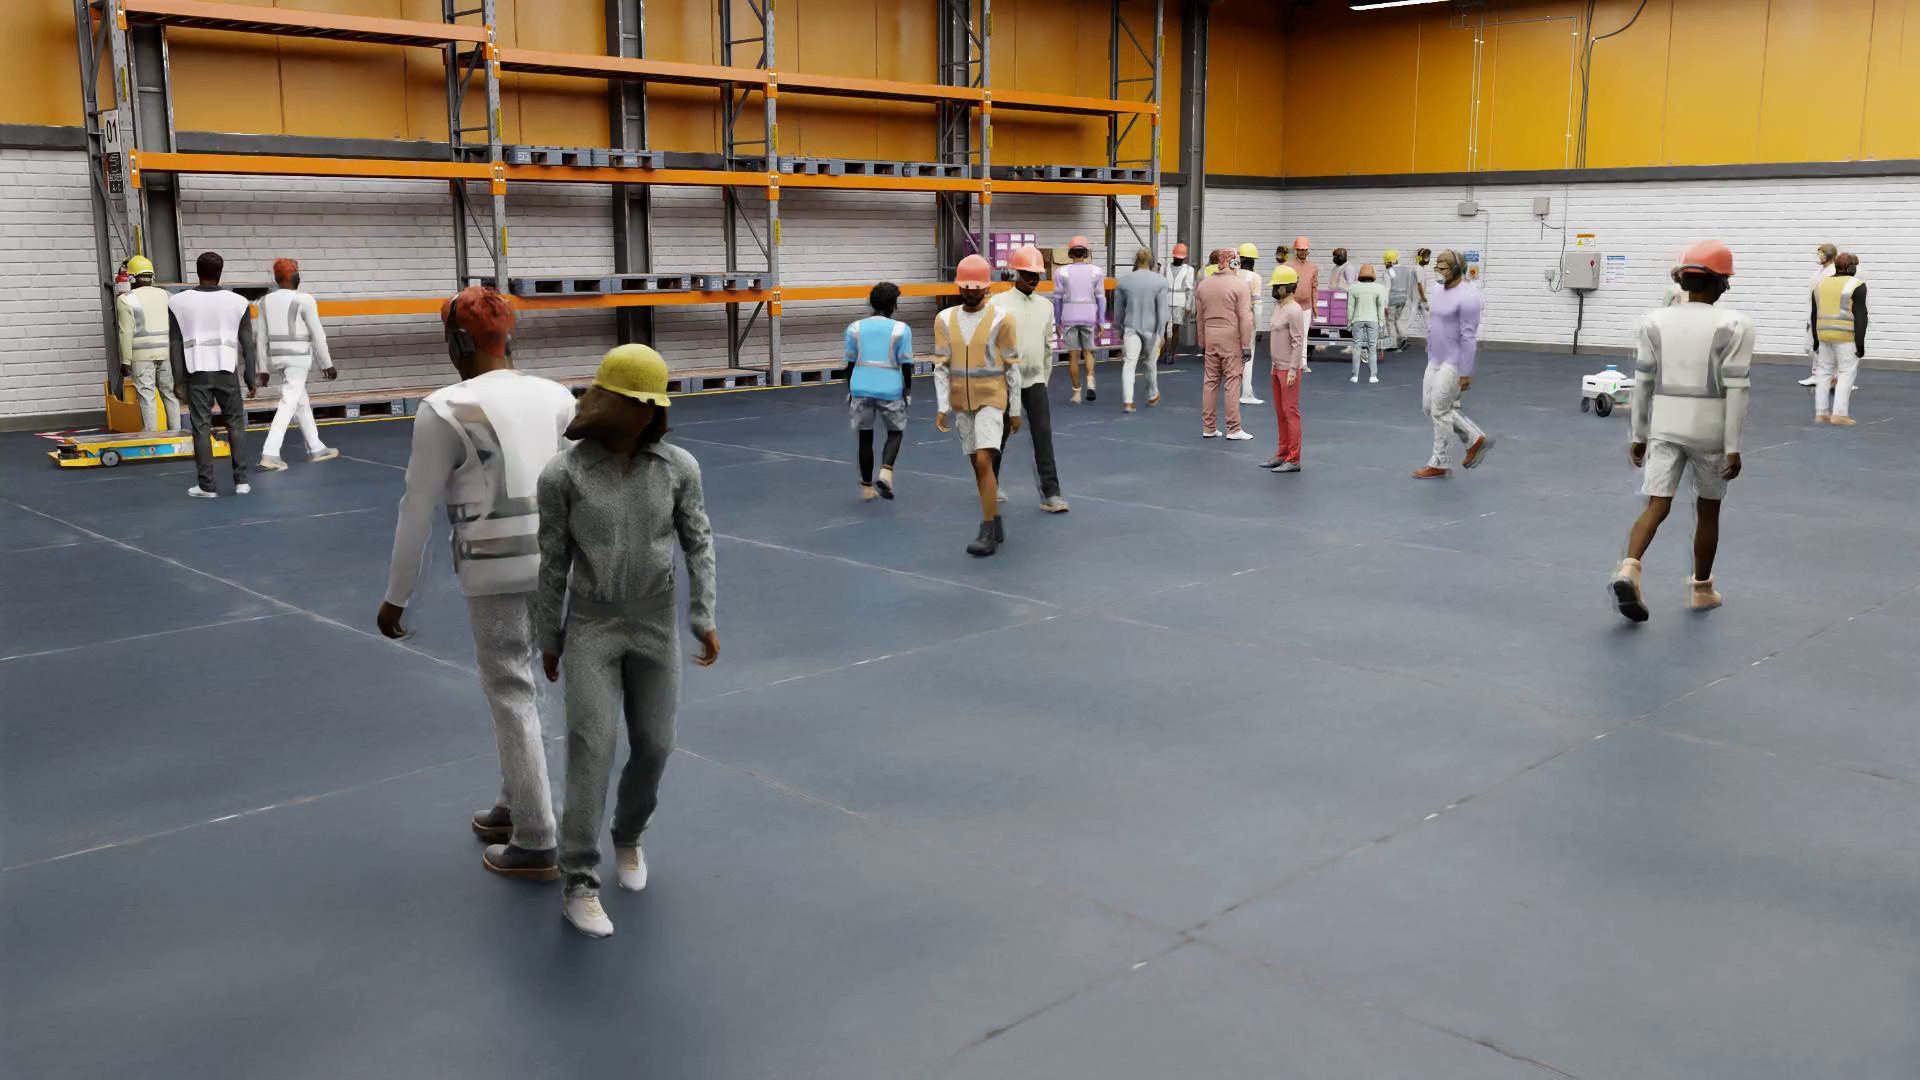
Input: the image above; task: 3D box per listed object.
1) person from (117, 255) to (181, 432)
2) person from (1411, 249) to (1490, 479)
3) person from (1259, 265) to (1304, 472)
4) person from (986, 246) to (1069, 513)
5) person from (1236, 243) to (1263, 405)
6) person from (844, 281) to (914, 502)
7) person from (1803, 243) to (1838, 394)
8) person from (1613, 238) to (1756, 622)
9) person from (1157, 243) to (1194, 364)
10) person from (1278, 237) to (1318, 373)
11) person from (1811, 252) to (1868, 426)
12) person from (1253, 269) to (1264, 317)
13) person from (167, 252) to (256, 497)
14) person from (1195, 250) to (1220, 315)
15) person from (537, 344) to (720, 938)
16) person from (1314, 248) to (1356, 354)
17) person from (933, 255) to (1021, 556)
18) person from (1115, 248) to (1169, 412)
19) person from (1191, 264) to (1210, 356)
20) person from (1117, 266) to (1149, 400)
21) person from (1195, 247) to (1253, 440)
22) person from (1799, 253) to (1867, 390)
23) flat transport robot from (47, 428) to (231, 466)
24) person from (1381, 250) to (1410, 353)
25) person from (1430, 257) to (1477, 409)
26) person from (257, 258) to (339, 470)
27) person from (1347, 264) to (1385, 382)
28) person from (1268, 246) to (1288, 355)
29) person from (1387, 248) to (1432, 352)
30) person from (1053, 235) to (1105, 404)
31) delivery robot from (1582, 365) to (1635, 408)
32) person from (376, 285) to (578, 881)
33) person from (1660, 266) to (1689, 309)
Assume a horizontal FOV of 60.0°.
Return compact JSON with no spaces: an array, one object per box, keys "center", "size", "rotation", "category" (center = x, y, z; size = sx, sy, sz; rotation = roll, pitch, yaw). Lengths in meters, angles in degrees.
[{"center":[-7.549,-1.717,15.474],"size":[0.404,1.834,0.591],"rotation":[6,12,30],"category":"person"},{"center":[4.117,-1.444,13.762],"size":[0.616,1.915,0.661],"rotation":[-2,11,-11],"category":"person"},{"center":[2.768,-1.462,14.271],"size":[0.324,1.765,0.534],"rotation":[-1,10,-7],"category":"person"},{"center":[0.444,-1.196,12.356],"size":[0.622,1.948,0.991],"rotation":[-5,12,-25],"category":"person"},{"center":[3.417,-2.591,19.990],"size":[0.386,1.922,0.593],"rotation":[-8,13,-38],"category":"person"},{"center":[-0.617,-1.102,12.512],"size":[0.546,1.676,0.409],"rotation":[2,11,9],"category":"person"},{"center":[10.980,-2.796,21.104],"size":[0.460,1.925,0.629],"rotation":[6,12,30],"category":"person"},{"center":[3.795,-0.566,8.744],"size":[0.938,2.018,0.613],"rotation":[-10,14,-43],"category":"person"},{"center":[3.332,-3.689,26.060],"size":[0.634,1.891,0.506],"rotation":[3,11,16],"category":"person"},{"center":[4.990,-3.455,24.506],"size":[0.609,1.996,0.383],"rotation":[-2,11,-10],"category":"person"},{"center":[9.422,-2.150,17.817],"size":[0.429,1.842,0.640],"rotation":[-4,11,-22],"category":"person"},{"center":[4.711,-3.756,27.229],"size":[0.497,1.592,0.857],"rotation":[7,13,34],"category":"person"},{"center":[-5.800,-1.281,12.945],"size":[0.605,1.892,0.460],"rotation":[-5,12,-26],"category":"person"},{"center":[4.052,-3.710,26.482],"size":[0.611,1.792,0.980],"rotation":[3,11,16],"category":"person"},{"center":[-1.002,0.268,4.975],"size":[0.506,1.715,0.560],"rotation":[-6,12,-28],"category":"person"},{"center":[6.388,-4.063,28.350],"size":[0.952,1.792,0.655],"rotation":[-2,11,-9],"category":"person"},{"center":[0.069,-0.857,10.601],"size":[0.542,1.891,0.806],"rotation":[5,12,26],"category":"person"},{"center":[2.107,-2.435,19.286],"size":[0.654,1.875,1.091],"rotation":[3,11,18],"category":"person"},{"center":[4.101,-3.780,27.445],"size":[0.557,1.568,0.919],"rotation":[3,11,16],"category":"person"},{"center":[2.210,-2.562,20.444],"size":[0.576,1.701,0.319],"rotation":[3,11,14],"category":"person"},{"center":[2.651,-1.942,16.520],"size":[0.404,1.902,0.636],"rotation":[-9,14,-41],"category":"person"},{"center":[11.565,-2.924,21.996],"size":[0.743,1.865,0.402],"rotation":[8,13,37],"category":"person"},{"center":[-7.361,-0.842,14.964],"size":[1.431,0.197,0.652],"rotation":[-8,13,-36],"category":"flat transport robot"},{"center":[7.445,-4.094,28.582],"size":[0.624,1.779,0.411],"rotation":[-6,12,-29],"category":"person"},{"center":[5.852,-2.492,19.796],"size":[0.527,1.805,0.958],"rotation":[2,11,10],"category":"person"},{"center":[-5.855,-1.539,14.548],"size":[0.586,1.832,1.026],"rotation":[4,11,23],"category":"person"},{"center":[5.589,-2.985,22.934],"size":[0.498,1.632,0.286],"rotation":[3,11,16],"category":"person"},{"center":[5.409,-4.028,28.041],"size":[0.378,1.848,0.529],"rotation":[-3,11,-14],"category":"person"},{"center":[7.855,-4.122,28.685],"size":[0.948,1.814,0.507],"rotation":[6,12,30],"category":"person"},{"center":[1.420,-2.643,20.023],"size":[0.605,2.020,0.446],"rotation":[-1,10,-7],"category":"person"},{"center":[7.349,-1.732,18.788],"size":[0.477,0.478,0.707],"rotation":[-2,10,-9],"category":"delivery robot"},{"center":[-1.497,0.131,5.310],"size":[0.679,1.857,0.644],"rotation":[6,12,30],"category":"person"},{"center":[9.647,-2.889,22.493],"size":[0.531,1.593,0.847],"rotation":[-5,11,-25],"category":"person"}]
